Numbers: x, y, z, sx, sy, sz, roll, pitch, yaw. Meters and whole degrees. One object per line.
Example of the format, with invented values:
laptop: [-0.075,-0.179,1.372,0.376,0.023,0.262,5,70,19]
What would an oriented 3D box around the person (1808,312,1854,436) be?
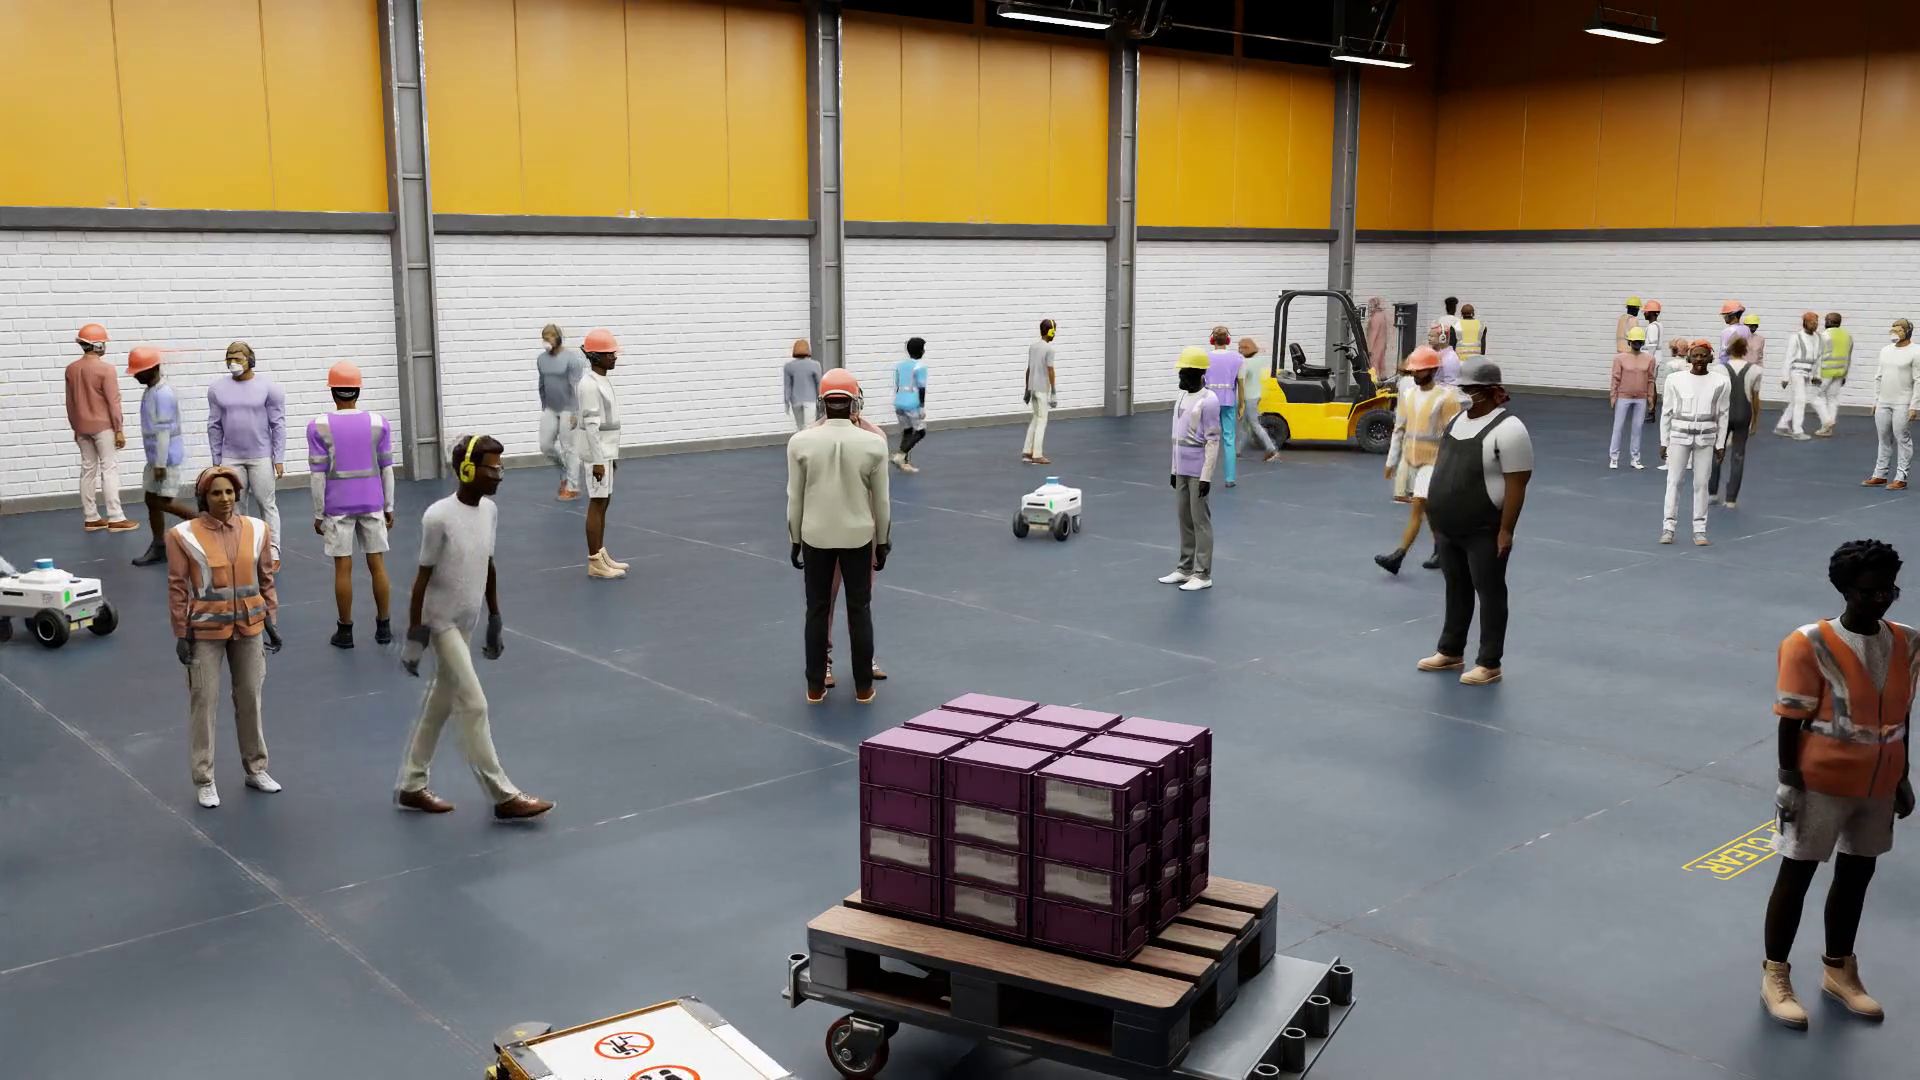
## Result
person: [12.739,-2.415,24.344,0.665,1.823,0.454,-2,10,-12]

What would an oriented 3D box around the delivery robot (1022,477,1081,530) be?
delivery robot: [0.865,-0.350,15.661,0.477,0.478,0.707,5,11,27]

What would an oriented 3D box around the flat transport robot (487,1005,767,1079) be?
flat transport robot: [-0.814,1.690,4.816,0.652,0.197,1.431,-7,12,-34]

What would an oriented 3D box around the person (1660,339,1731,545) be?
person: [6.706,-0.890,15.214,0.574,1.882,0.356,3,10,20]

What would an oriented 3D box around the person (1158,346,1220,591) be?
person: [1.836,-0.567,13.184,0.364,1.930,0.588,-4,10,-21]

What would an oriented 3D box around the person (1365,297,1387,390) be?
person: [7.825,-3.629,31.304,0.399,1.875,0.789,5,11,27]

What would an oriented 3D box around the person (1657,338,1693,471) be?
person: [8.842,-1.661,20.481,0.515,1.630,0.322,-5,11,-26]

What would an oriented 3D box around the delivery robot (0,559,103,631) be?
delivery robot: [-6.271,0.373,11.424,0.707,0.478,0.477,3,10,18]

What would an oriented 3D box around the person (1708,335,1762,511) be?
person: [8.106,-1.244,17.483,0.506,1.805,0.886,3,10,18]

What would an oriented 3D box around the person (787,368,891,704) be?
person: [-0.712,-0.016,9.812,0.608,1.987,0.407,-1,10,-6]

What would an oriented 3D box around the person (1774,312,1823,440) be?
person: [12.109,-2.381,24.072,0.594,1.856,0.706,-5,11,-26]

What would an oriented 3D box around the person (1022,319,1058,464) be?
person: [1.045,-1.885,21.166,0.428,1.847,0.570,-6,11,-30]

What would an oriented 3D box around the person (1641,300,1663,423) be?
person: [10.932,-2.824,26.370,0.360,1.939,0.543,5,11,29]

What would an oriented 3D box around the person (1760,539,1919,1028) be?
person: [3.025,0.828,5.695,0.540,1.695,0.317,-2,10,-10]

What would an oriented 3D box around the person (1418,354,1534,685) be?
person: [3.161,-0.130,10.303,0.536,2.000,0.681,-4,10,-21]

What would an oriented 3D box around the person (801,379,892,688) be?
person: [-0.700,-0.057,10.269,0.643,1.909,0.410,-6,11,-32]

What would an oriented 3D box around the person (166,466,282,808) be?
person: [-3.551,0.453,8.054,0.310,1.642,0.514,9,13,43]

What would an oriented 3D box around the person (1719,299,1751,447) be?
person: [10.667,-2.311,23.067,0.608,2.042,0.375,-8,13,-40]

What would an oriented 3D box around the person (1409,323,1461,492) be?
person: [5.188,-1.404,18.153,0.409,1.909,0.641,-1,10,-5]

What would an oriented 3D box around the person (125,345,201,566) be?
person: [-6.697,-0.716,14.160,0.685,1.897,0.562,-9,13,-43]

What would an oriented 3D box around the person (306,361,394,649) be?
person: [-4.095,-0.235,11.218,0.545,1.938,0.354,-6,11,-31]

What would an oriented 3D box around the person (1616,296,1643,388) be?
person: [11.848,-3.352,29.505,0.384,1.923,0.590,-1,10,-5]

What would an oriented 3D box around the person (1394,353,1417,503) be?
person: [4.913,-1.187,17.737,0.567,1.618,0.509,0,10,-2]

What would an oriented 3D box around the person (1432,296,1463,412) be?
person: [8.273,-3.142,28.156,0.631,1.963,0.361,6,11,32]

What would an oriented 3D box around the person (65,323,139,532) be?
person: [-8.256,-1.071,15.943,0.613,1.995,0.390,4,10,20]

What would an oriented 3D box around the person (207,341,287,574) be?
person: [-5.895,-0.672,13.772,0.630,1.940,0.372,-1,10,-3]

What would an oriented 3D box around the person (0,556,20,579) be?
person: [-7.330,-0.318,12.366,0.795,1.711,0.487,1,10,3]

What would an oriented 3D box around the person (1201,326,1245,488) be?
person: [2.951,-1.510,18.938,0.565,1.849,0.388,1,10,4]

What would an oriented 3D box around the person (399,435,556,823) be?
person: [-2.286,0.421,7.758,0.896,1.806,0.545,2,10,13]

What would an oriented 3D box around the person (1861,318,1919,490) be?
person: [10.585,-1.531,18.804,0.373,1.940,0.629,-3,10,-18]

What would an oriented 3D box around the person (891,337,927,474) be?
person: [-0.620,-1.602,19.968,0.469,1.670,0.564,-7,12,-35]

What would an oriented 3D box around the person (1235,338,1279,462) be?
person: [3.796,-1.810,21.452,0.810,1.594,0.505,7,12,36]

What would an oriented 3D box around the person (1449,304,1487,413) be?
person: [8.448,-3.013,27.776,0.623,1.840,0.430,0,10,1]

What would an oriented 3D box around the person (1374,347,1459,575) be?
person: [3.795,-0.656,13.825,0.992,1.881,0.574,-6,11,-31]

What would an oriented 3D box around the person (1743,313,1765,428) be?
person: [12.037,-2.574,25.412,0.533,1.767,0.326,-1,10,-9]

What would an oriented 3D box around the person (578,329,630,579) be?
person: [-2.926,-0.705,13.659,0.377,2.045,0.605,-1,10,-3]

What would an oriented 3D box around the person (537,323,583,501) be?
person: [-4.308,-1.373,17.928,0.653,1.920,0.439,5,11,27]

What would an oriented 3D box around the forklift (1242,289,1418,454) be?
forklift: [5.034,-2.339,22.783,2.313,2.155,1.214,3,10,16]

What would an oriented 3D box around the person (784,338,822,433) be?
person: [-1.989,-1.730,20.916,0.492,1.612,0.699,3,10,14]

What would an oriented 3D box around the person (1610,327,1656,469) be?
person: [8.329,-1.751,20.597,0.533,1.767,0.327,1,10,5]
